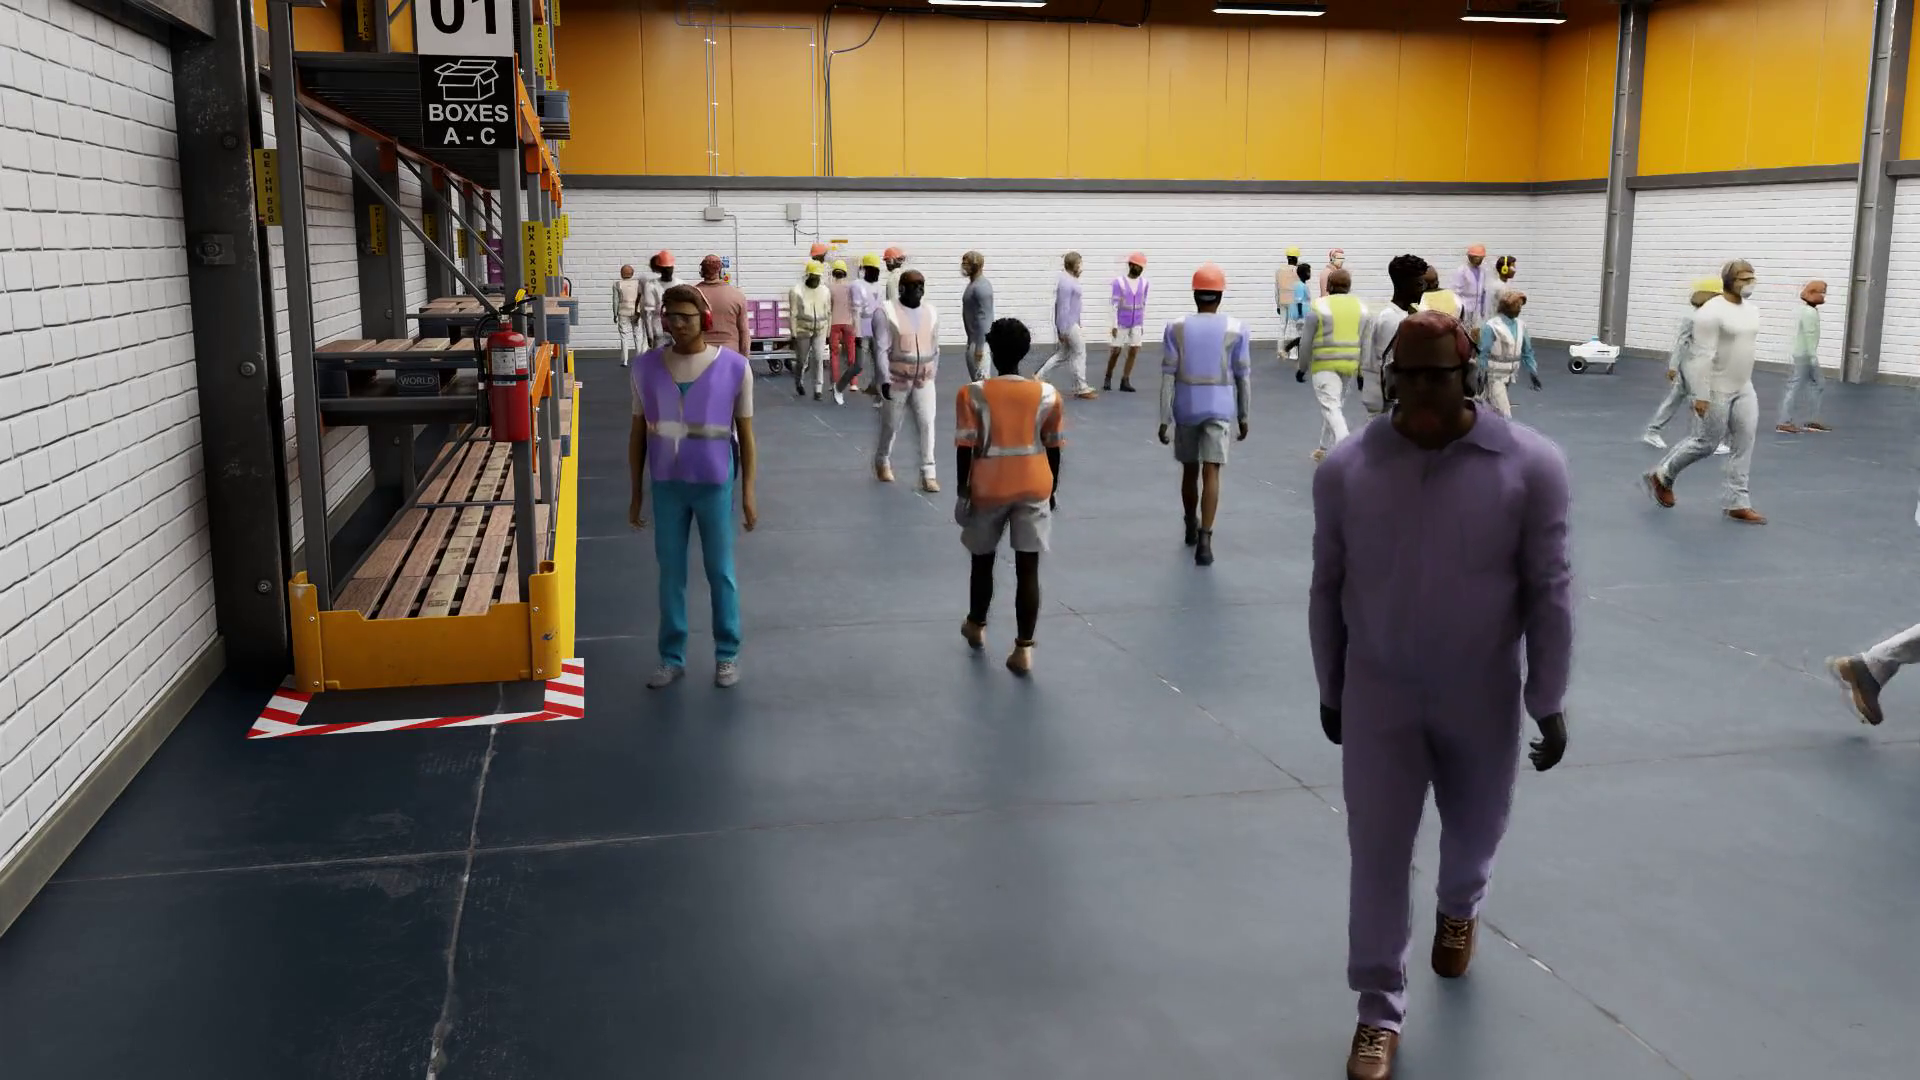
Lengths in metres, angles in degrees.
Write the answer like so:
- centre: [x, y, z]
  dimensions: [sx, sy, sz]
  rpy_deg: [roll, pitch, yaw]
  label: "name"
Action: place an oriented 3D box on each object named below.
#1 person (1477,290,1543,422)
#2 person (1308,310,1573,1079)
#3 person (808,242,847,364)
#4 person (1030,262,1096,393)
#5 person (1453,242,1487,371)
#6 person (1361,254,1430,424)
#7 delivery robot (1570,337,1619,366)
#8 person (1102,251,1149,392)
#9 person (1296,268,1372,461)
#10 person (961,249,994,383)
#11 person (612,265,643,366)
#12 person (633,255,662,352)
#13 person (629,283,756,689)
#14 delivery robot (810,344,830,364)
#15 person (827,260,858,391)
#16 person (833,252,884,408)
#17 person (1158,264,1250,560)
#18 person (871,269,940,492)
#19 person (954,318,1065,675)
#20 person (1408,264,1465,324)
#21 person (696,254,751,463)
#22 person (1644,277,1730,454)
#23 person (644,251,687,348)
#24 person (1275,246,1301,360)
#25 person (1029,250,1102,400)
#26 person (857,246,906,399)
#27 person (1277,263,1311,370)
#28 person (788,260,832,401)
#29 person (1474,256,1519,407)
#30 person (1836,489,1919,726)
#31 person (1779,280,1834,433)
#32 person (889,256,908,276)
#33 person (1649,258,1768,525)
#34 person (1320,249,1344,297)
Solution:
- centre: [4.867, -1.424, 14.811]
  dimensions: [0.534, 1.582, 0.882]
  rpy_deg: [-8, 13, -36]
  label: "person"
- centre: [1.214, 0.347, 4.265]
  dimensions: [0.645, 1.874, 0.912]
  rpy_deg: [3, 11, 17]
  label: "person"
- centre: [-2.157, -3.858, 27.179]
  dimensions: [0.868, 2.016, 0.615]
  rpy_deg: [-1, 10, -8]
  label: "person"
- centre: [1.373, -2.861, 22.206]
  dimensions: [0.841, 1.813, 0.496]
  rpy_deg: [4, 11, 21]
  label: "person"
- centre: [7.761, -3.562, 25.535]
  dimensions: [0.664, 2.012, 0.723]
  rpy_deg: [-5, 11, -26]
  label: "person"
- centre: [2.866, -0.912, 11.029]
  dimensions: [0.404, 1.952, 0.618]
  rpy_deg: [3, 11, 17]
  label: "person"
- centre: [9.704, -2.865, 25.436]
  dimensions: [0.707, 0.478, 0.477]
  rpy_deg: [3, 11, 18]
  label: "delivery robot"
- centre: [2.266, -2.934, 22.380]
  dimensions: [0.552, 1.894, 0.593]
  rpy_deg: [-3, 11, -17]
  label: "person"
- centre: [3.393, -1.540, 14.945]
  dimensions: [0.609, 1.800, 0.962]
  rpy_deg: [-3, 11, -18]
  label: "person"
- centre: [0.184, -2.053, 17.367]
  dimensions: [0.358, 1.936, 0.635]
  rpy_deg: [-1, 10, -7]
  label: "person"
- centre: [-5.355, -3.622, 26.897]
  dimensions: [0.516, 1.636, 0.314]
  rpy_deg: [-3, 11, -18]
  label: "person"
- centre: [-4.663, -3.379, 25.045]
  dimensions: [0.572, 1.826, 0.870]
  rpy_deg: [1, 10, 6]
  label: "person"
- centre: [-1.218, -0.242, 7.594]
  dimensions: [0.570, 1.841, 0.376]
  rpy_deg: [1, 10, 6]
  label: "person"
- centre: [-2.313, -2.944, 25.878]
  dimensions: [0.707, 0.478, 0.477]
  rpy_deg: [-5, 11, -27]
  label: "delivery robot"
- centre: [-1.614, -2.882, 22.433]
  dimensions: [0.525, 1.769, 0.327]
  rpy_deg: [-1, 10, -7]
  label: "person"
- centre: [-1.168, -2.538, 20.172]
  dimensions: [0.806, 1.900, 0.597]
  rpy_deg: [8, 13, 39]
  label: "person"
- centre: [1.585, -0.833, 10.773]
  dimensions: [0.567, 1.887, 1.009]
  rpy_deg: [2, 11, 13]
  label: "person"
- centre: [-0.459, -1.322, 13.699]
  dimensions: [0.621, 1.811, 0.877]
  rpy_deg: [-4, 11, -23]
  label: "person"
- centre: [0.216, -0.232, 8.017]
  dimensions: [0.556, 1.657, 0.818]
  rpy_deg: [-2, 10, -10]
  label: "person"
- centre: [4.307, -1.602, 15.207]
  dimensions: [0.651, 1.816, 0.465]
  rpy_deg: [-4, 11, -21]
  label: "person"
- centre: [-2.228, -1.638, 15.155]
  dimensions: [0.643, 1.909, 0.410]
  rpy_deg: [-1, 10, -8]
  label: "person"
- centre: [7.079, -1.697, 16.081]
  dimensions: [0.492, 1.686, 0.957]
  rpy_deg: [-8, 13, -38]
  label: "person"
- centre: [-3.457, -2.474, 19.798]
  dimensions: [0.568, 1.894, 0.903]
  rpy_deg: [-5, 11, -24]
  label: "person"
- centre: [5.630, -4.028, 28.340]
  dimensions: [0.367, 1.927, 0.587]
  rpy_deg: [-10, 14, -43]
  label: "person"
- centre: [1.326, -2.732, 21.223]
  dimensions: [0.907, 1.914, 0.627]
  rpy_deg: [1, 10, 8]
  label: "person"
- centre: [-0.894, -2.765, 21.257]
  dimensions: [0.938, 1.953, 0.619]
  rpy_deg: [5, 11, 26]
  label: "person"
- centre: [5.322, -3.518, 26.183]
  dimensions: [0.521, 1.677, 0.540]
  rpy_deg: [3, 11, 14]
  label: "person"
- centre: [-1.937, -2.704, 21.400]
  dimensions: [0.590, 1.782, 0.862]
  rpy_deg: [-4, 11, -20]
  label: "person"
- centre: [6.571, -2.501, 20.118]
  dimensions: [0.712, 1.847, 0.525]
  rpy_deg: [3, 11, 15]
  label: "person"
- centre: [3.871, -0.058, 6.513]
  dimensions: [0.611, 1.864, 0.594]
  rpy_deg: [9, 14, 42]
  label: "person"
- centre: [9.004, -1.915, 17.505]
  dimensions: [0.645, 1.610, 0.524]
  rpy_deg: [6, 12, 29]
  label: "person"
- centre: [-0.858, -3.634, 26.254]
  dimensions: [0.728, 1.903, 0.567]
  rpy_deg: [8, 13, 37]
  label: "person"
- centre: [5.528, -1.097, 12.150]
  dimensions: [0.638, 1.913, 0.863]
  rpy_deg: [-6, 12, -28]
  label: "person"
- centre: [5.516, -3.330, 24.536]
  dimensions: [0.401, 1.904, 0.650]
  rpy_deg: [5, 11, 25]
  label: "person"
